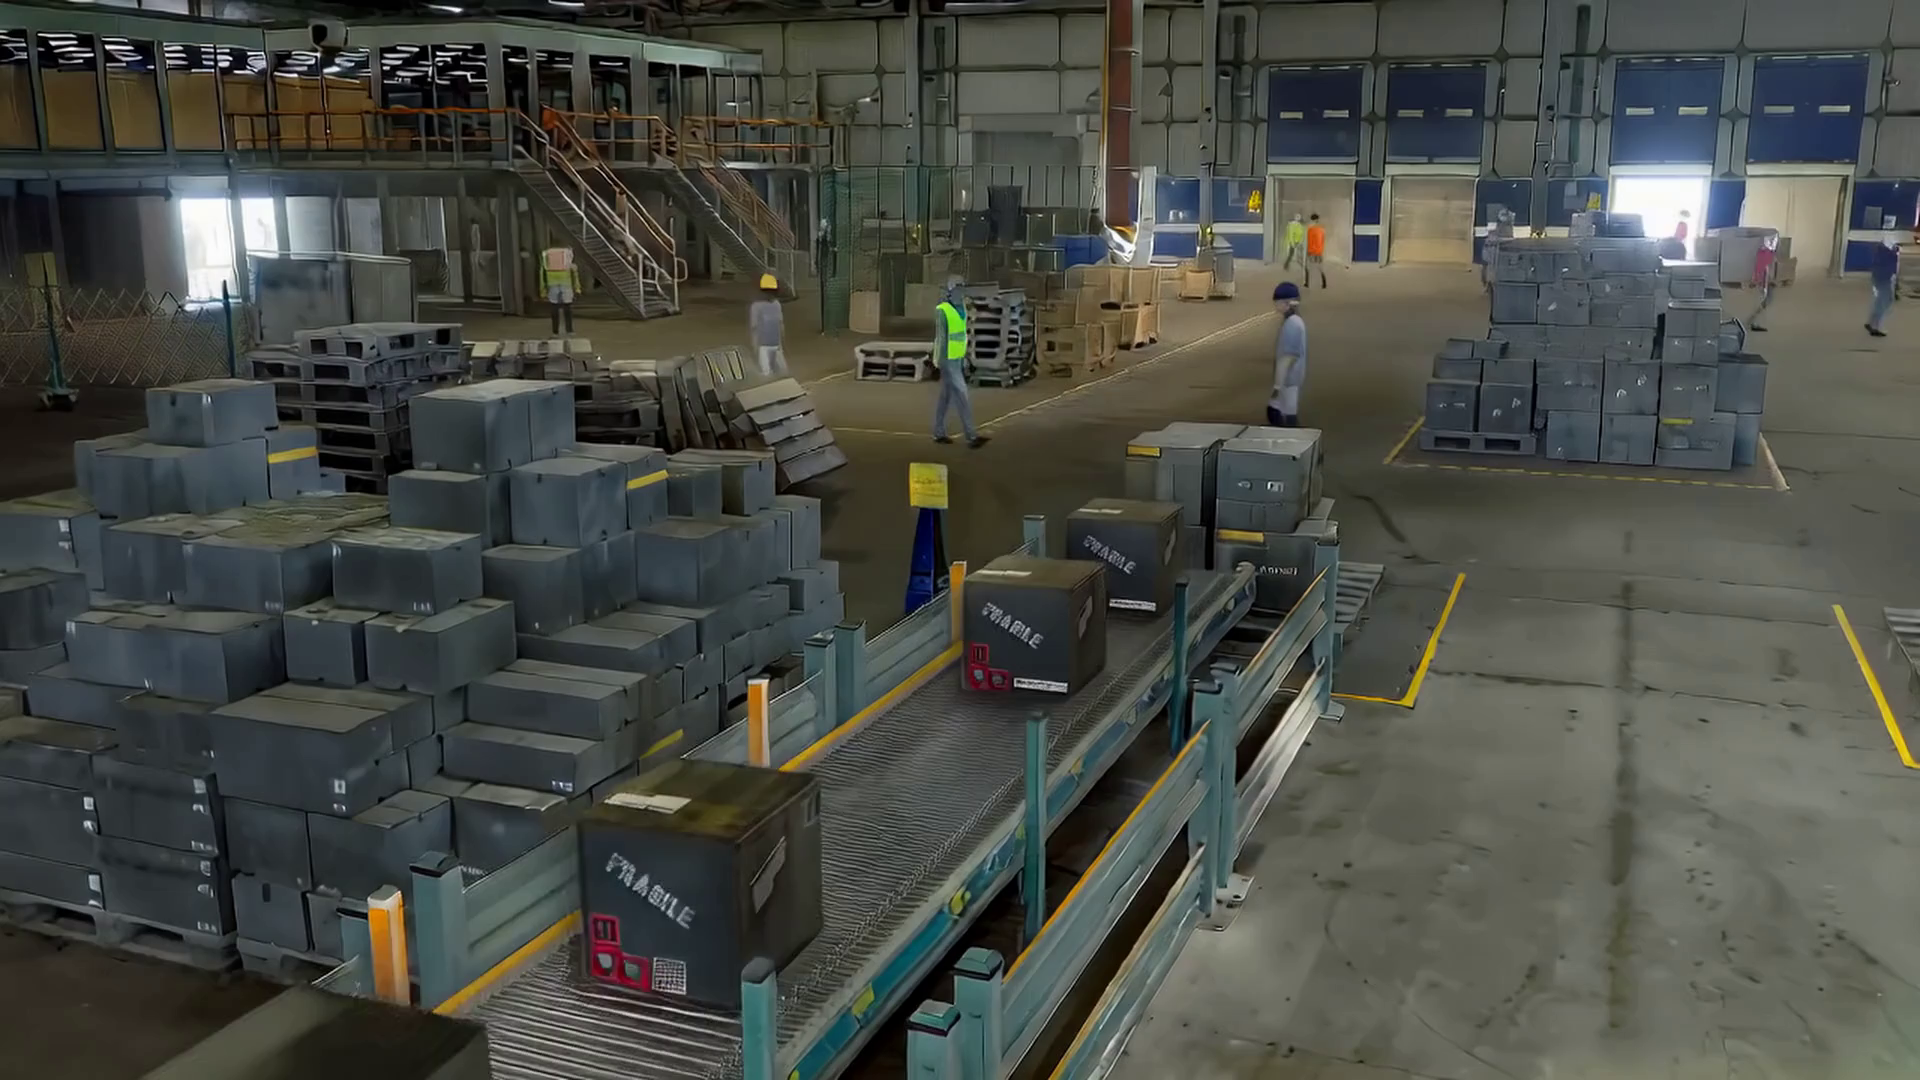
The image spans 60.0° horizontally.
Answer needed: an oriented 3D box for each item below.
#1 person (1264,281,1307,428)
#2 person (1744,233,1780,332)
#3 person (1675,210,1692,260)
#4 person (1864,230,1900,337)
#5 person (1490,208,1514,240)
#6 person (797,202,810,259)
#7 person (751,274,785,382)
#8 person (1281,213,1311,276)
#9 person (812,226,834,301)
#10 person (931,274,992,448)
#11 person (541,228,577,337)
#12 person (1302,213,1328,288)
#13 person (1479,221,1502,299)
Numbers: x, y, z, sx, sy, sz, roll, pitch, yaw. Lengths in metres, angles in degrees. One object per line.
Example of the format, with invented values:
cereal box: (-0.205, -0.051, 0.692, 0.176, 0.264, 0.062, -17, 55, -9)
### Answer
person: (3.196, -1.594, 16.483, 0.553, 1.921, 0.558, 3, 13, 13)
person: (15.000, -4.788, 30.998, 0.406, 1.857, 0.531, 3, 13, 15)
person: (19.889, -8.155, 45.965, 0.508, 1.908, 0.592, 2, 13, 9)
person: (16.691, -4.613, 30.039, 0.452, 1.923, 0.628, 9, 16, 36)
person: (14.699, -8.018, 45.176, 0.610, 1.986, 0.392, 5, 13, 20)
person: (-5.212, -10.427, 56.184, 0.930, 1.901, 0.613, 6, 14, 25)
person: (-2.403, -2.391, 20.464, 0.512, 1.758, 0.525, 10, 16, 39)
person: (9.591, -8.434, 47.475, 0.644, 1.801, 0.957, -10, 16, -39)
person: (-3.139, -6.332, 38.177, 0.511, 1.729, 0.391, -1, 13, -5)
person: (0.045, -1.938, 18.123, 0.910, 1.880, 0.625, 6, 14, 27)
person: (-7.274, -4.672, 30.209, 0.603, 1.966, 0.367, 0, 13, -1)
person: (9.130, -7.399, 42.599, 0.544, 1.906, 0.905, -4, 13, -17)
person: (12.415, -6.538, 38.891, 0.452, 1.825, 0.638, 6, 14, 26)
